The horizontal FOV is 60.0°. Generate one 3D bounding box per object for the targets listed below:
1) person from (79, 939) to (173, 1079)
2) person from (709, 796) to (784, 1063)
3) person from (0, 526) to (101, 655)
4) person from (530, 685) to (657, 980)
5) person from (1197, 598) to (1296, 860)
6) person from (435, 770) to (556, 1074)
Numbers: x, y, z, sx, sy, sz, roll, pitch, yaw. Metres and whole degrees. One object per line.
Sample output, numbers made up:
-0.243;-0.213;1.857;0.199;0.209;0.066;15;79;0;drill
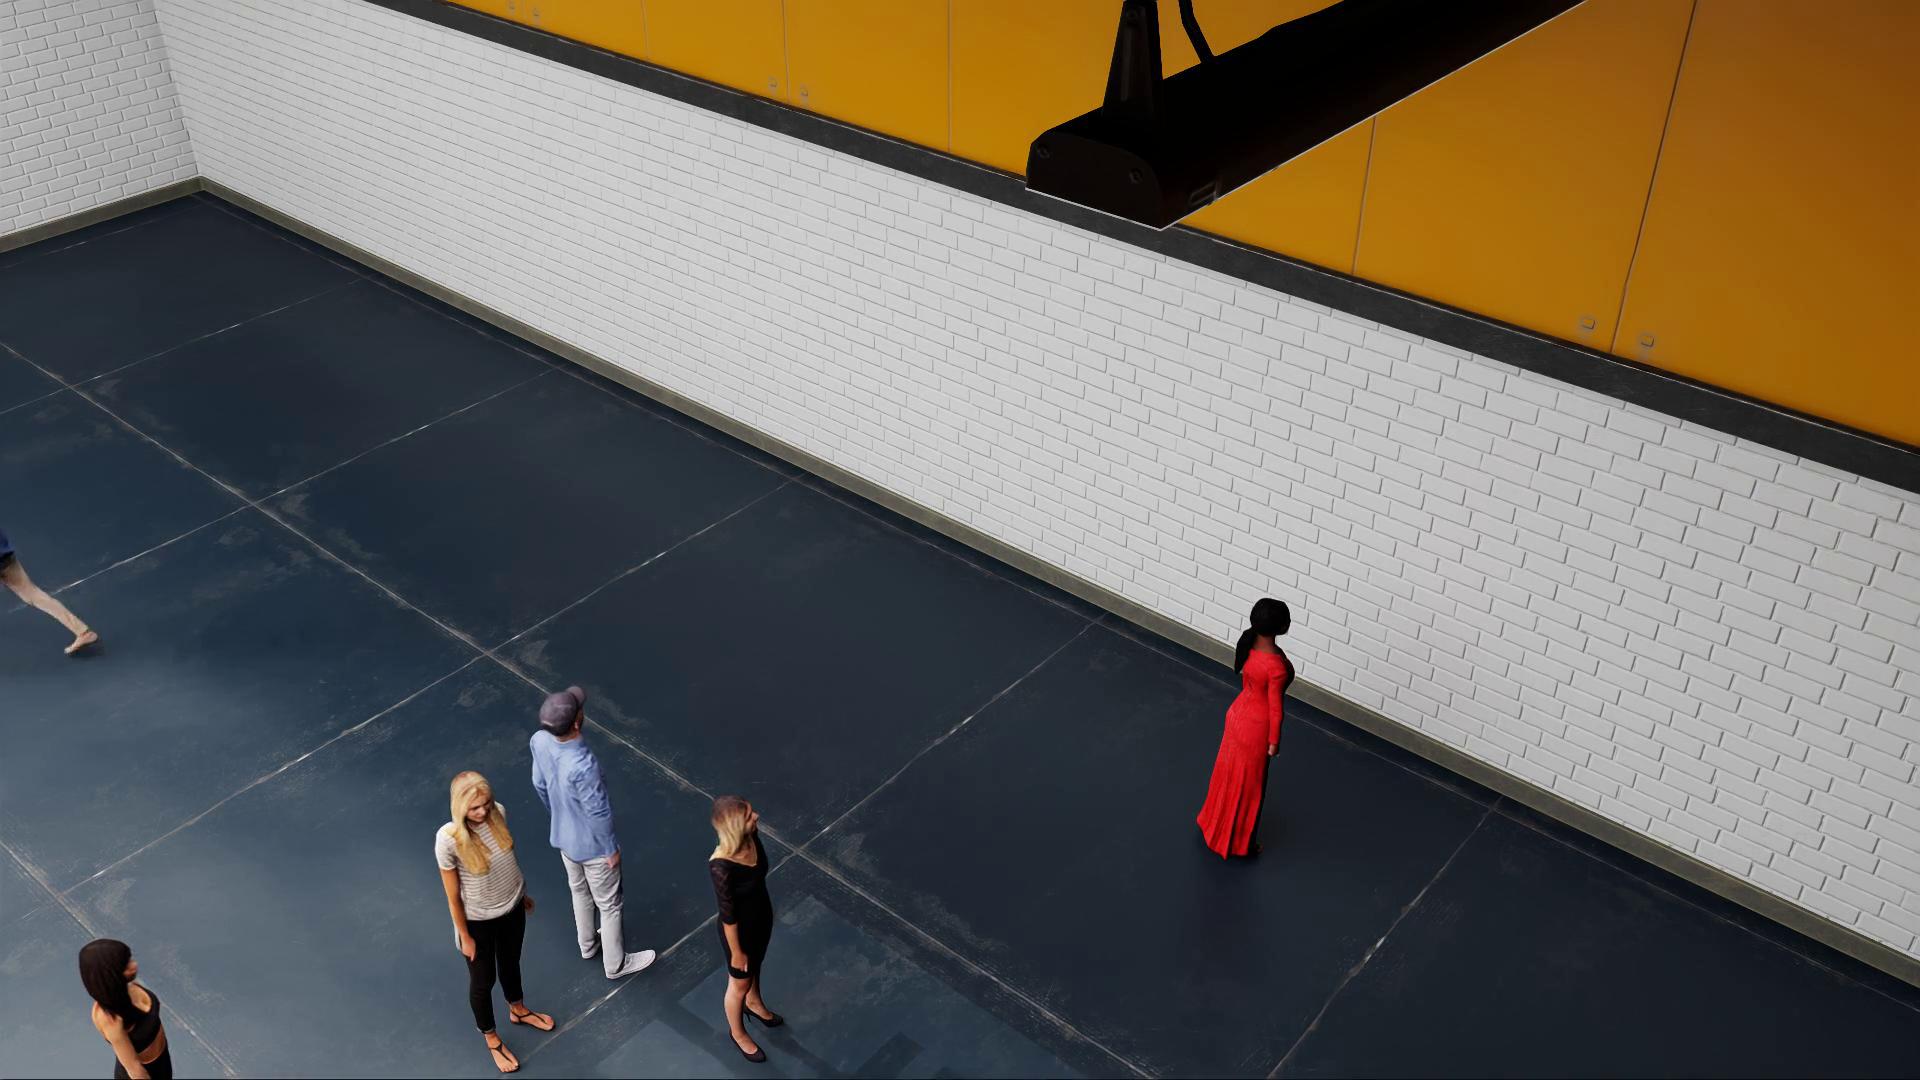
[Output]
-3.704;2.412;7.542;0.644;1.643;0.637;-12;35;-17;person
-1.070;1.907;8.271;0.671;1.676;0.526;9;35;14;person
-6.265;0.161;10.928;1.195;1.654;1.106;-4;34;-7;person
-1.950;1.525;8.657;0.654;1.885;0.557;27;42;34;person
1.649;1.068;9.448;0.826;1.781;0.791;-10;35;-14;person
-2.337;1.846;8.231;0.704;1.822;0.527;17;37;24;person
